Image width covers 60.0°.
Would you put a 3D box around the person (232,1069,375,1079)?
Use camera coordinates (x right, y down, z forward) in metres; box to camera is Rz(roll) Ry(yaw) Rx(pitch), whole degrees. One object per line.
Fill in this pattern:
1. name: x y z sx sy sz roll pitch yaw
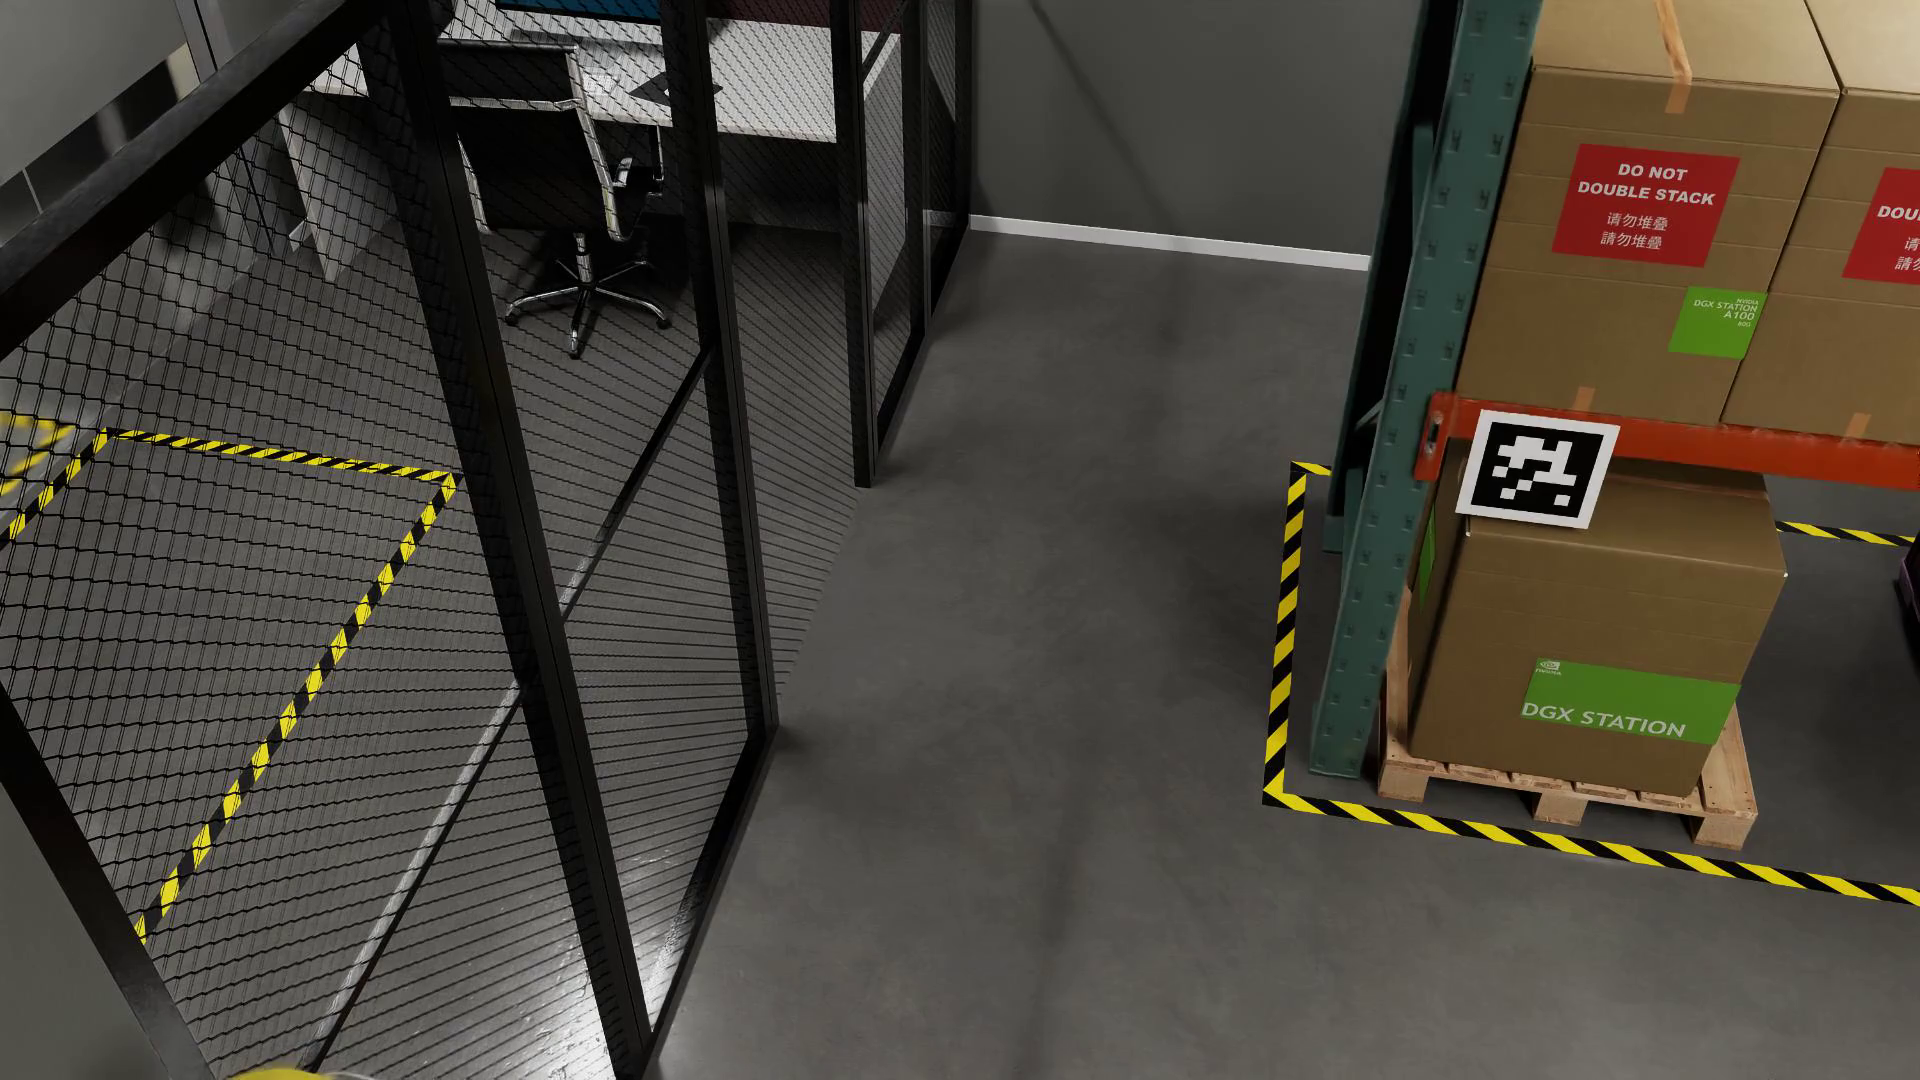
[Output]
1. person: -0.678 1.231 2.160 0.600 1.830 0.404 13 43 14
